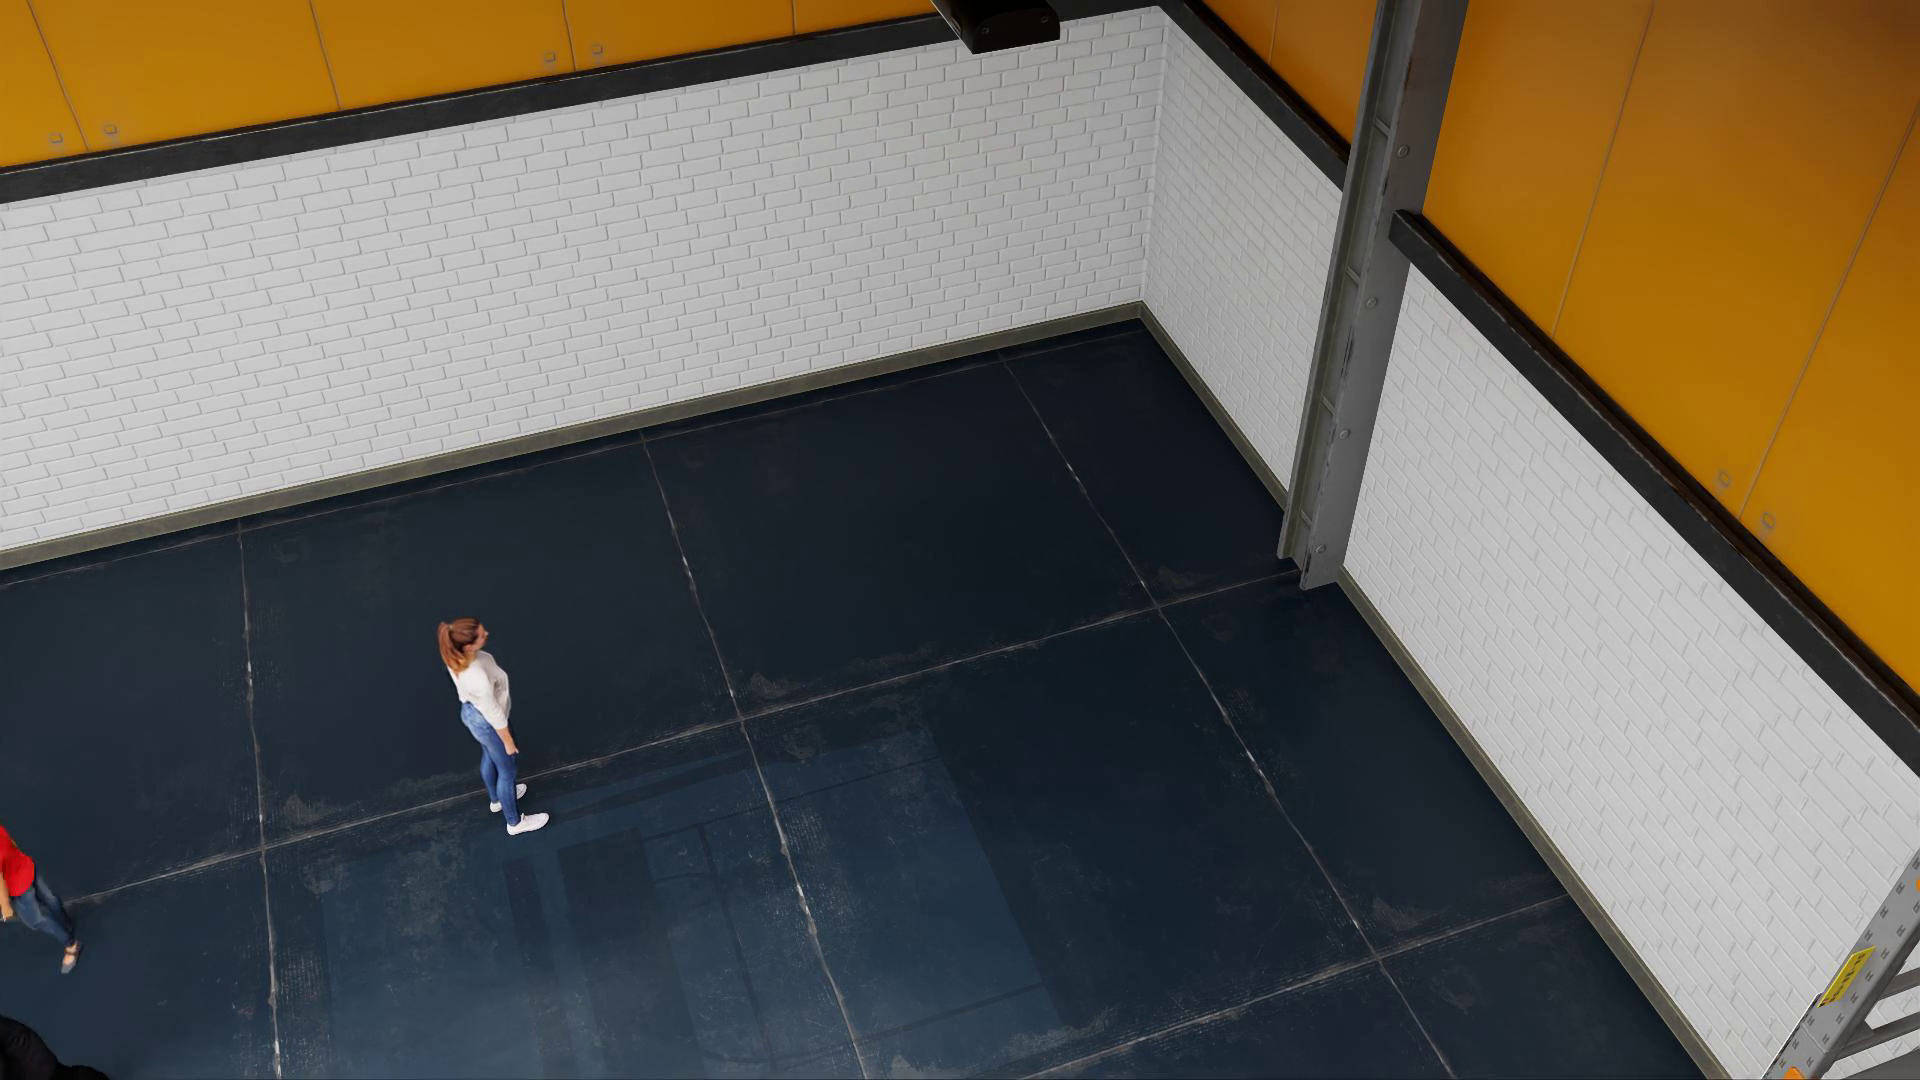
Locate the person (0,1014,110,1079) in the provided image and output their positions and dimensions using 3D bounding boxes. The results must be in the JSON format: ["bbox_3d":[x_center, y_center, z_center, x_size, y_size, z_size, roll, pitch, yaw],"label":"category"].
[{"bbox_3d":[-4.656,2.508,8.250,1.071,1.709,1.072,30,51,28],"label":"person"}]

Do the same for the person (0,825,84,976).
[{"bbox_3d":[-5.211,1.852,9.246,0.684,1.284,0.384,-3,44,-3],"label":"person"}]

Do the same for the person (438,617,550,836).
[{"bbox_3d":[-2.766,1.070,9.752,0.729,1.719,0.557,-28,50,-26],"label":"person"}]
